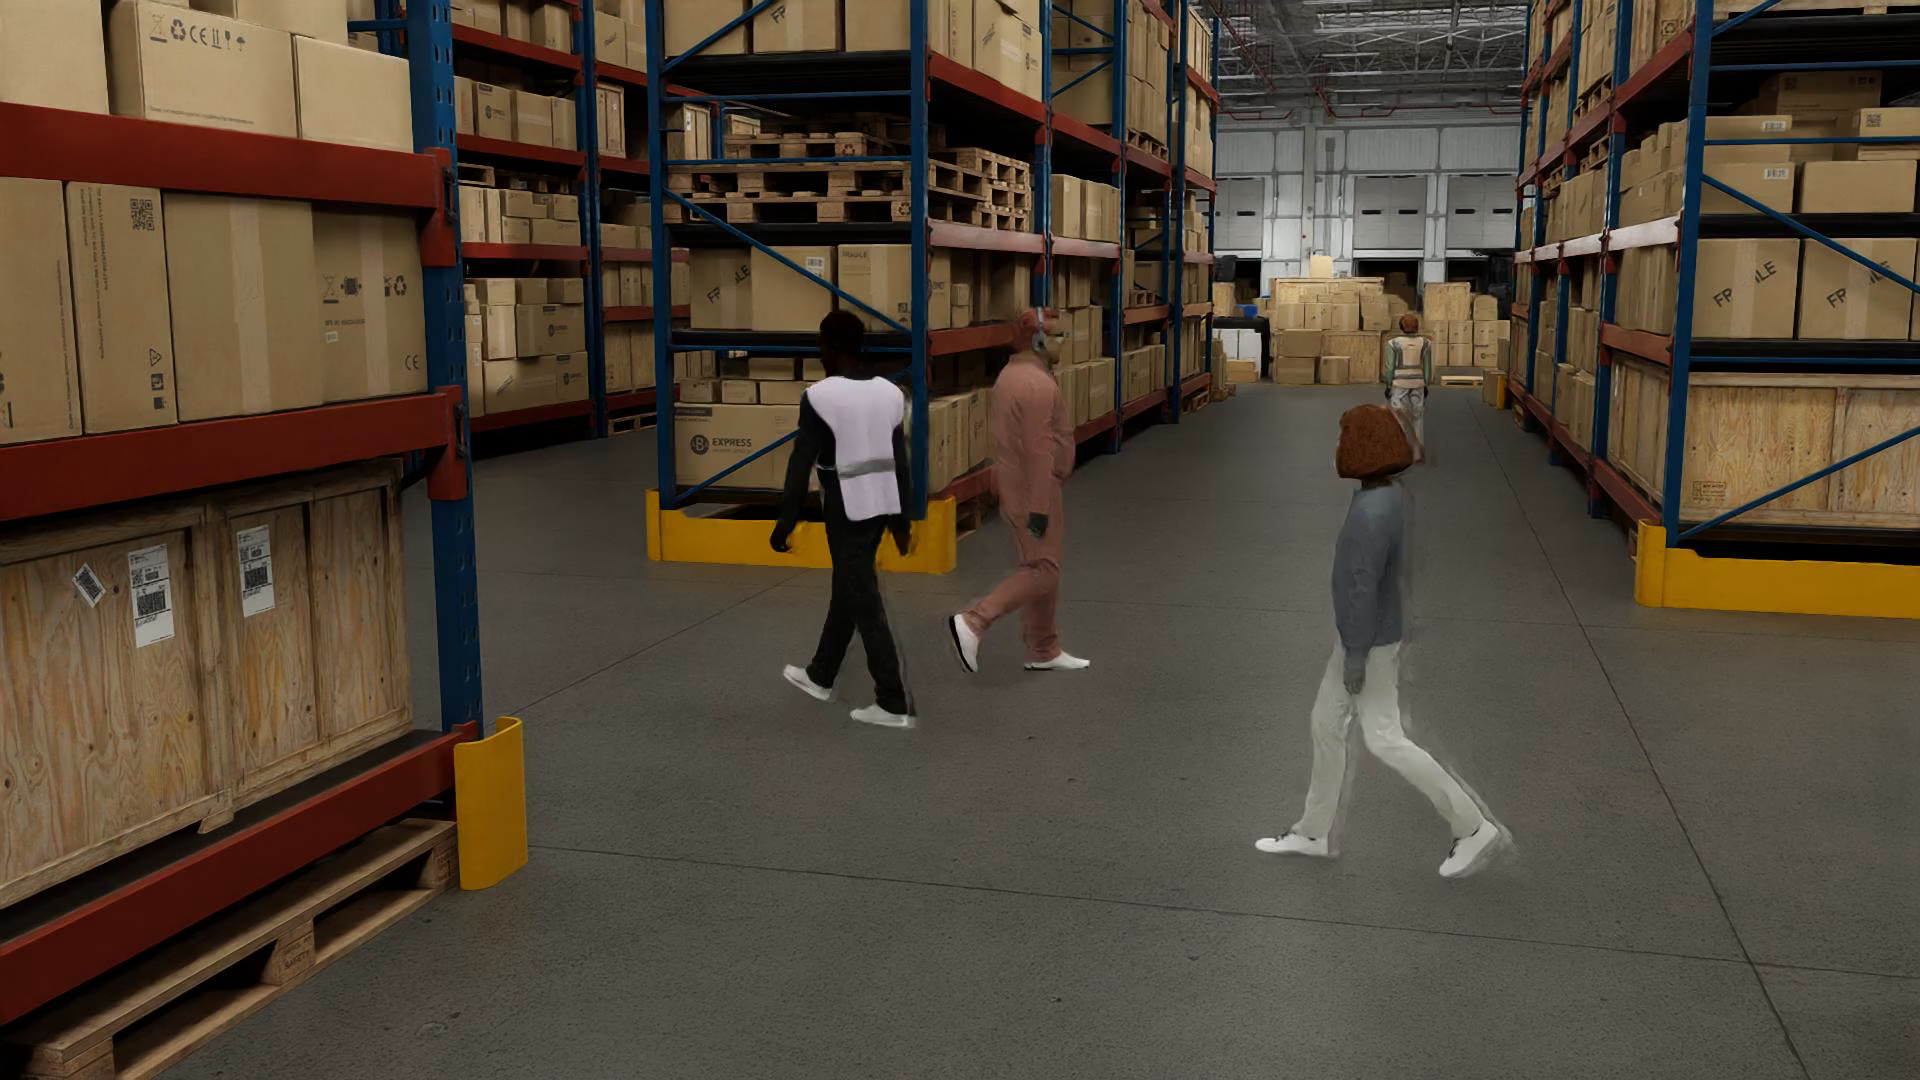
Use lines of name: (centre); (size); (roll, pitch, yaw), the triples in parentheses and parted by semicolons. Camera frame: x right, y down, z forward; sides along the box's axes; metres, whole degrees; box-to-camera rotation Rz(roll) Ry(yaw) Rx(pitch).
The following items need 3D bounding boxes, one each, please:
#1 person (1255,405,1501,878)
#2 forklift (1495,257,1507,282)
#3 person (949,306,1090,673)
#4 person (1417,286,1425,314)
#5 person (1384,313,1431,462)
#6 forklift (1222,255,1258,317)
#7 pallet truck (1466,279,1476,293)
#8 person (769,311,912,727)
person: (1.438, 0.345, 5.624); (0.765, 1.608, 0.505); (3, 9, 17)
forklift: (14.713, -6.386, 44.345); (1.873, 2.768, 1.129); (-6, 11, -34)
person: (0.314, -0.232, 8.394); (0.692, 1.888, 0.656); (-2, 9, -11)
person: (14.915, -7.254, 52.983); (0.651, 1.885, 0.999); (1, 9, 4)
person: (4.929, -1.668, 18.312); (0.517, 1.637, 0.309); (-1, 9, -4)
forklift: (9.336, -8.492, 57.723); (1.873, 2.768, 1.129); (0, 9, -3)
pallet truck: (18.896, -8.459, 60.307); (1.885, 1.965, 0.823); (5, 10, 31)
person: (-0.581, -0.107, 7.666); (0.969, 1.869, 0.598); (7, 11, 36)
